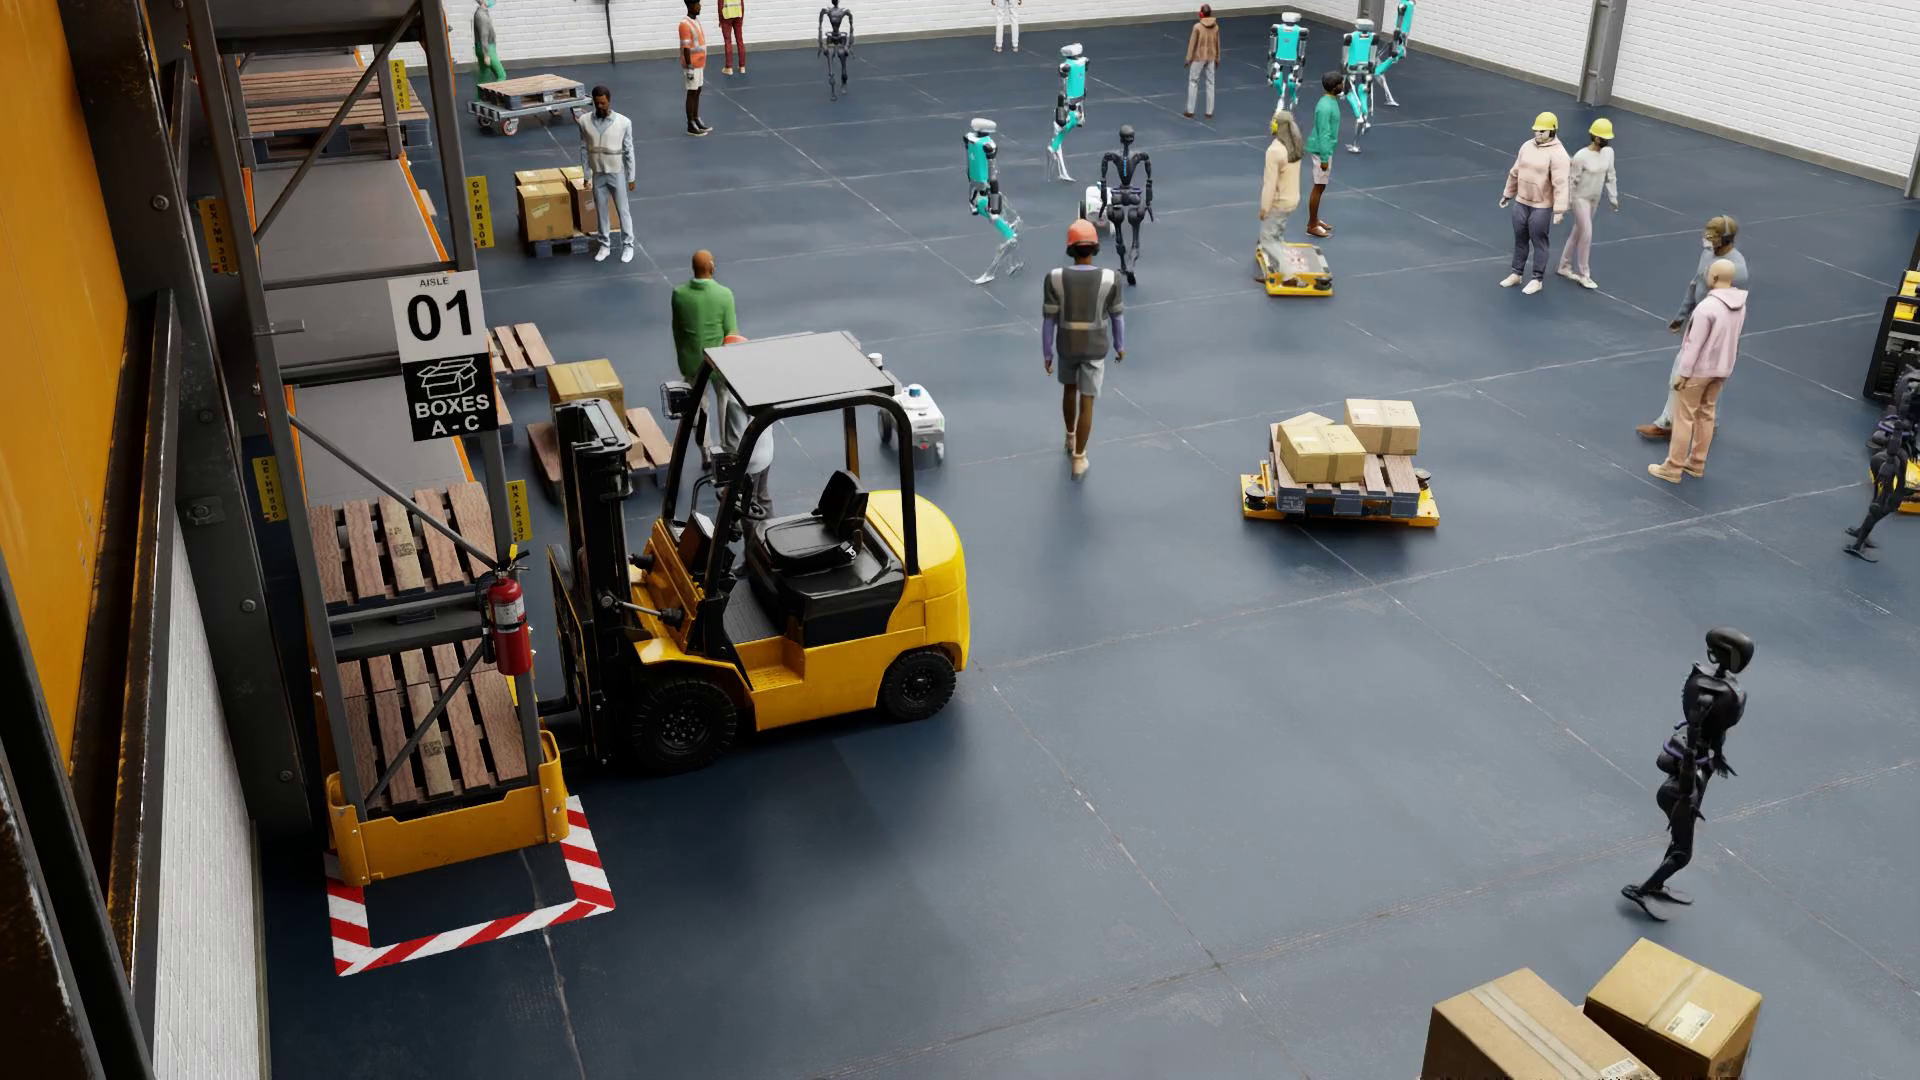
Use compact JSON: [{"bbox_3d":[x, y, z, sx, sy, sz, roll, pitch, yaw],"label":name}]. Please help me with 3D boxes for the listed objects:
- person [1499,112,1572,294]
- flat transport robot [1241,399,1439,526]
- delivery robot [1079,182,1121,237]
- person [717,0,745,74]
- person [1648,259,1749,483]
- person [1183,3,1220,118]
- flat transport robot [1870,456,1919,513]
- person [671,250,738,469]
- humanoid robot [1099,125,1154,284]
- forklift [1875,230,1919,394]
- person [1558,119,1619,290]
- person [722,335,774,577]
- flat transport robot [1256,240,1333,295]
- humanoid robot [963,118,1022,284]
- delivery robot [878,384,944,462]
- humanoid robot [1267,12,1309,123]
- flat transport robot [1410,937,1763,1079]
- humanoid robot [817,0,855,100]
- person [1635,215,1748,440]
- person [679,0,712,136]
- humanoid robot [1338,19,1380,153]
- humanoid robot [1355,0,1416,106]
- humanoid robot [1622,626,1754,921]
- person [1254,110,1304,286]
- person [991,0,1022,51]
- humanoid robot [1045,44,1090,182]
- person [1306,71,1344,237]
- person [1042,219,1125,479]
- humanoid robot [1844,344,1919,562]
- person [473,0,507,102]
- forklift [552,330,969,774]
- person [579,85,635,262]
[{"bbox_3d":[5.950,-3.485,17.156,0.431,1.859,0.792,-15,30,-27],"label":"person"},{"bbox_3d":[2.881,-0.348,12.680,1.431,0.231,0.659,3,27,5],"label":"flat transport robot"},{"bbox_3d":[1.642,-3.871,19.388,0.499,0.611,0.812,1,27,2],"label":"delivery robot"},{"bbox_3d":[-3.761,-8.584,27.392,0.468,1.768,0.377,-14,30,-26],"label":"person"},{"bbox_3d":[5.782,-1.296,12.894,0.539,1.774,0.422,-15,30,-27],"label":"person"},{"bbox_3d":[3.561,-7.015,24.410,0.544,1.640,0.377,-11,29,-21],"label":"person"},{"bbox_3d":[7.867,-0.391,12.764,1.431,0.231,0.659,4,27,7],"label":"flat transport robot"},{"bbox_3d":[-1.996,-1.424,13.162,0.535,1.761,0.463,-1,27,-1],"label":"person"},{"bbox_3d":[1.751,-3.532,17.483,0.586,1.638,0.660,4,27,7],"label":"humanoid robot"},{"bbox_3d":[9.029,-2.397,14.618,1.214,2.155,2.313,18,32,32],"label":"forklift"},{"bbox_3d":[6.611,-3.501,17.313,0.528,1.740,0.745,-16,31,-28],"label":"person"},{"bbox_3d":[-1.480,-0.584,11.512,0.352,1.740,0.571,7,28,13],"label":"person"},{"bbox_3d":[3.563,-2.912,17.780,0.659,0.231,1.431,2,27,3],"label":"flat transport robot"},{"bbox_3d":[0.476,-3.535,17.419,0.875,1.808,0.548,-14,30,-26],"label":"humanoid robot"},{"bbox_3d":[-0.373,-0.981,13.642,0.499,0.614,0.808,-7,27,-13],"label":"delivery robot"},{"bbox_3d":[4.642,-6.516,23.400,0.565,1.851,0.885,12,29,22],"label":"humanoid robot"},{"bbox_3d":[2.574,2.600,6.815,0.659,0.231,1.431,-13,29,-24],"label":"flat transport robot"},{"bbox_3d":[-1.916,-7.684,25.719,0.590,1.629,0.643,0,27,0],"label":"humanoid robot"},{"bbox_3d":[5.967,-1.717,13.572,0.807,1.910,0.659,2,27,4],"label":"person"},{"bbox_3d":[-3.748,-6.728,23.483,0.363,1.963,0.611,3,27,7],"label":"person"},{"bbox_3d":[5.434,-6.082,22.471,0.558,1.798,0.821,-9,28,-17],"label":"humanoid robot"},{"bbox_3d":[6.385,-7.429,25.194,0.869,1.837,0.548,15,31,28],"label":"humanoid robot"},{"bbox_3d":[3.599,1.125,8.193,0.365,1.646,0.602,19,32,33],"label":"humanoid robot"},{"bbox_3d":[3.317,-3.487,17.163,0.525,1.853,0.582,21,33,35],"label":"person"},{"bbox_3d":[0.823,-9.544,29.189,0.570,1.877,0.349,-2,27,-5],"label":"person"},{"bbox_3d":[1.241,-5.324,21.068,0.731,1.909,0.551,20,33,35],"label":"humanoid robot"},{"bbox_3d":[4.153,-4.414,19.005,0.394,1.854,0.498,7,27,13],"label":"person"},{"bbox_3d":[0.980,-1.543,13.121,0.614,2.009,0.871,7,27,13],"label":"person"},{"bbox_3d":[6.588,-0.646,11.733,0.403,1.659,0.612,23,35,38],"label":"humanoid robot"},{"bbox_3d":[-6.893,-7.271,24.729,0.834,1.807,0.547,-10,29,-20],"label":"person"},{"bbox_3d":[-1.094,0.010,9.831,2.313,2.155,1.214,-10,28,-20],"label":"forklift"},{"bbox_3d":[-3.813,-3.984,18.092,0.589,1.910,0.393,4,27,8],"label":"person"}]
